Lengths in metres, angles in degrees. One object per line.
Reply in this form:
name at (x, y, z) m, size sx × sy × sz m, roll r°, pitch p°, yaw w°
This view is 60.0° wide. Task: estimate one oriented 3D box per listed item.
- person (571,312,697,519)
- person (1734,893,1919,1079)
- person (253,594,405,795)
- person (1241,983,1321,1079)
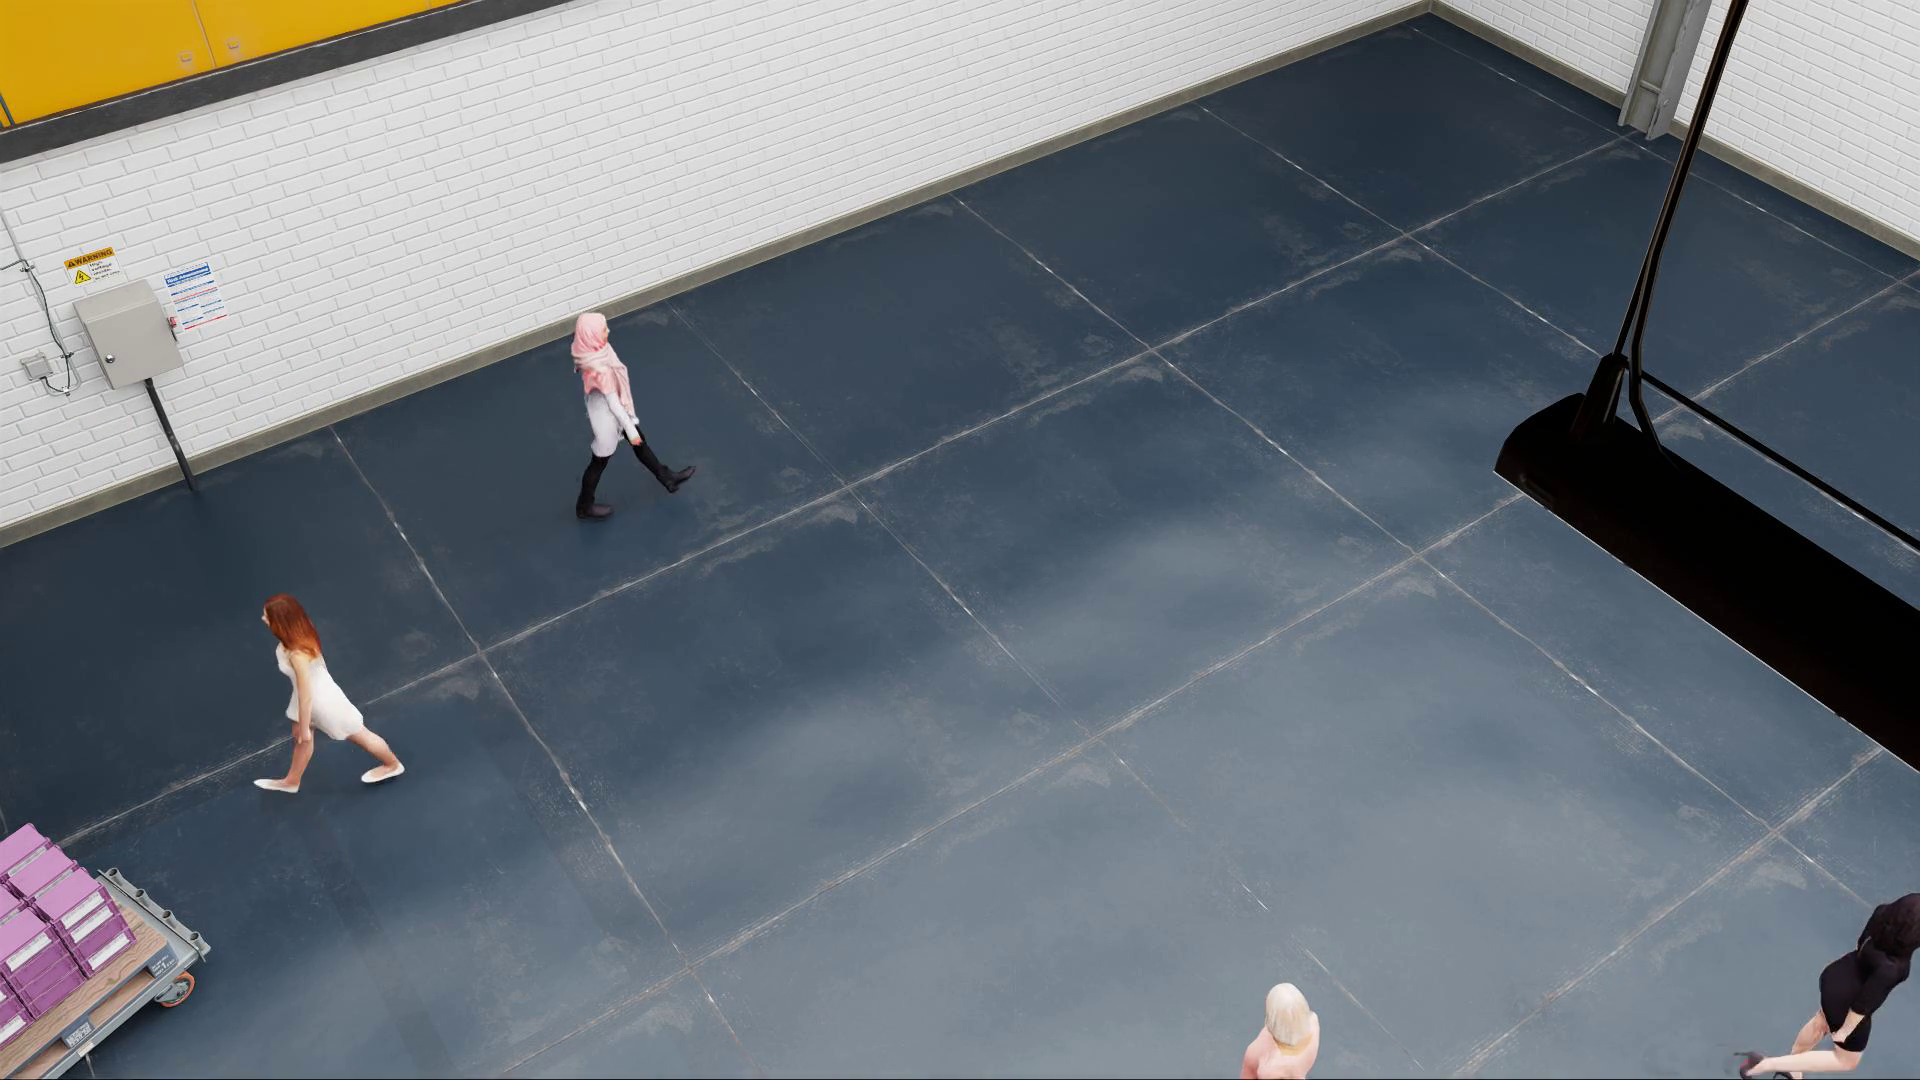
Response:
person at (-2.579, -0.815, 11.764) m, size 0.903 × 1.751 × 1.161 m, roll -15°, pitch 46°, yaw -15°
person at (4.411, 2.315, 8.449) m, size 0.877 × 1.792 × 0.809 m, roll 11°, pitch 45°, yaw 12°
person at (-3.739, 0.939, 9.981) m, size 0.816 × 1.671 × 1.086 m, roll -15°, pitch 46°, yaw -16°
person at (1.533, 2.692, 8.102) m, size 0.626 × 1.724 × 0.660 m, roll 26°, pitch 50°, yaw 25°
